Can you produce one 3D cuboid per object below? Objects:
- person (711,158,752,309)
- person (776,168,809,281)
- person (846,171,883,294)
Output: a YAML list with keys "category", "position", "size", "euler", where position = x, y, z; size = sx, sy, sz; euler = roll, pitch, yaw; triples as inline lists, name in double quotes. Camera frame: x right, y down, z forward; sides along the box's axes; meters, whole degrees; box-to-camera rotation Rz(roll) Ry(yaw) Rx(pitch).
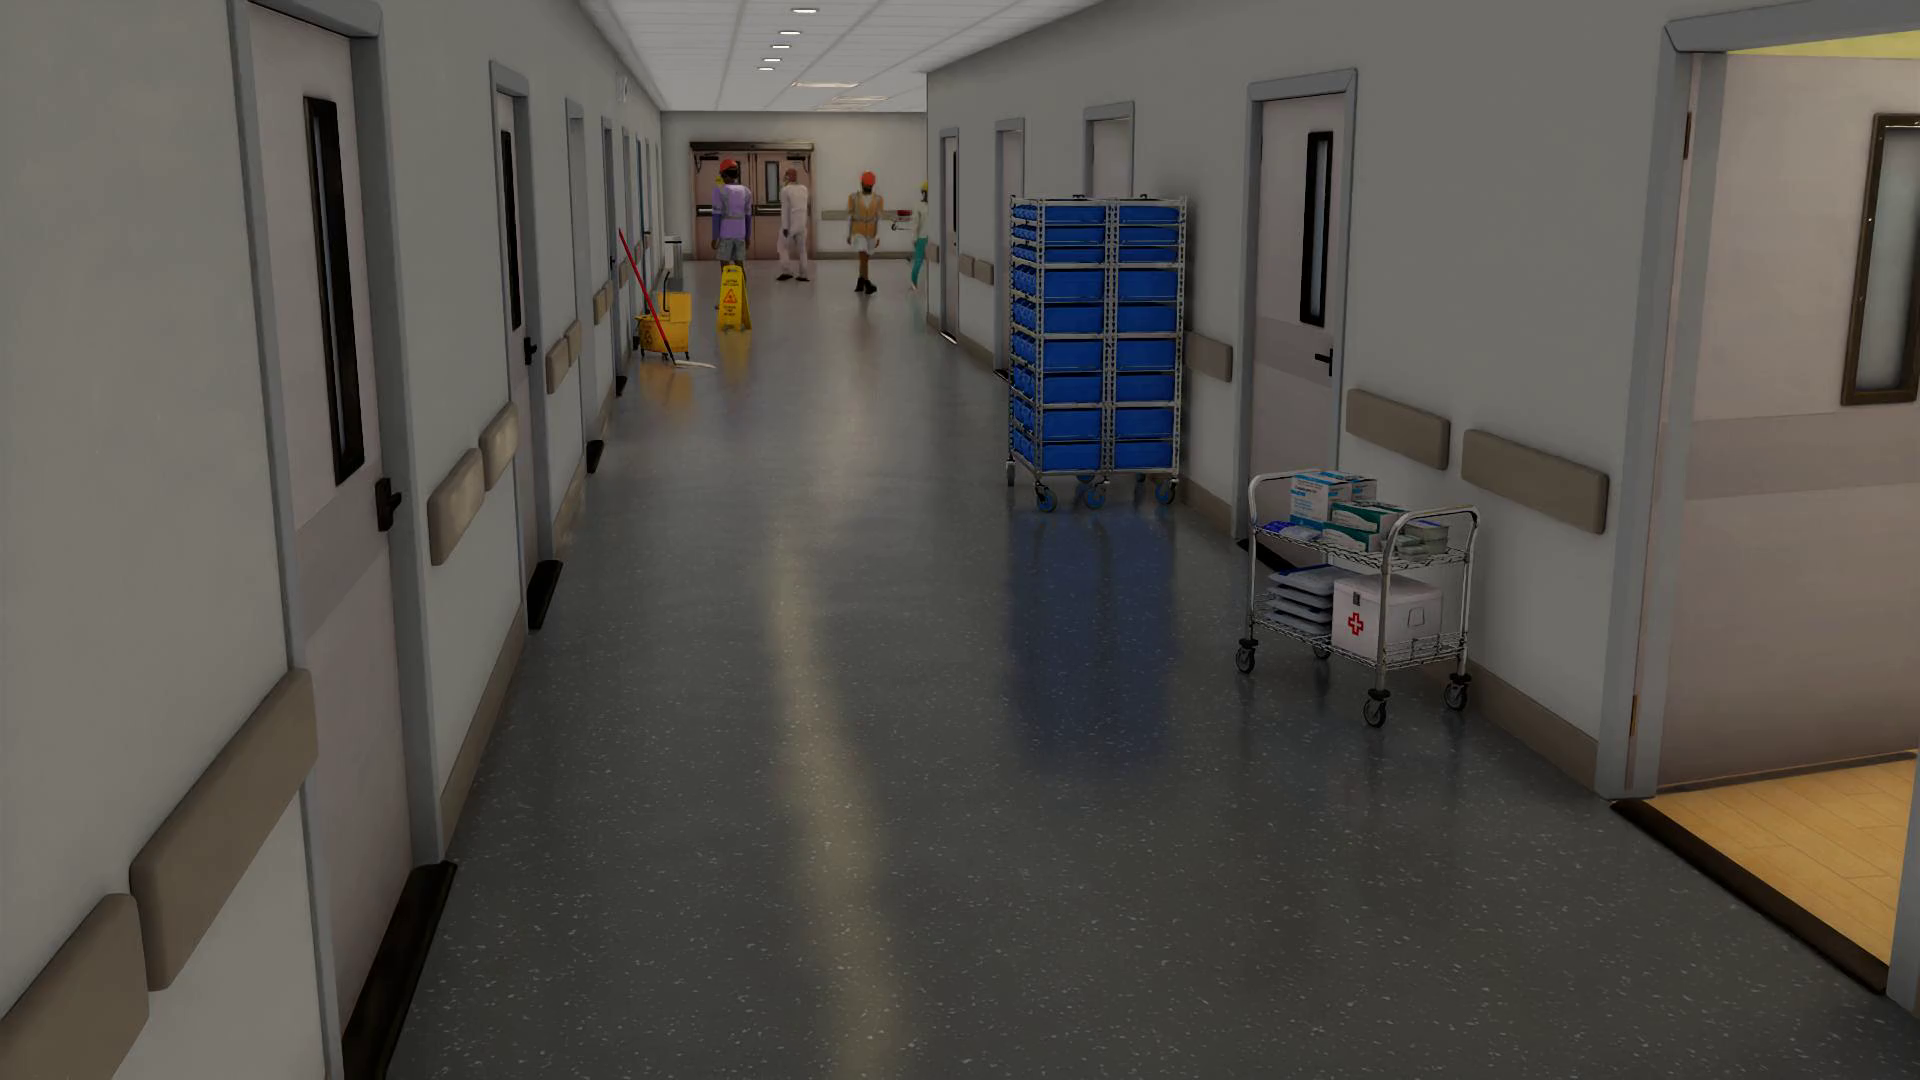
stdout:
- category: "person"
  position: [-3.119, -4.151, 22.623]
  size: [0.612, 2.029, 0.407]
  euler: [-11, 17, -41]
- category: "person"
  position: [-2.861, -5.329, 28.178]
  size: [0.689, 1.886, 0.657]
  euler: [12, 17, 42]
- category: "person"
  position: [-1.467, -4.708, 25.508]
  size: [0.540, 1.865, 1.023]
  euler: [-4, 13, -15]
